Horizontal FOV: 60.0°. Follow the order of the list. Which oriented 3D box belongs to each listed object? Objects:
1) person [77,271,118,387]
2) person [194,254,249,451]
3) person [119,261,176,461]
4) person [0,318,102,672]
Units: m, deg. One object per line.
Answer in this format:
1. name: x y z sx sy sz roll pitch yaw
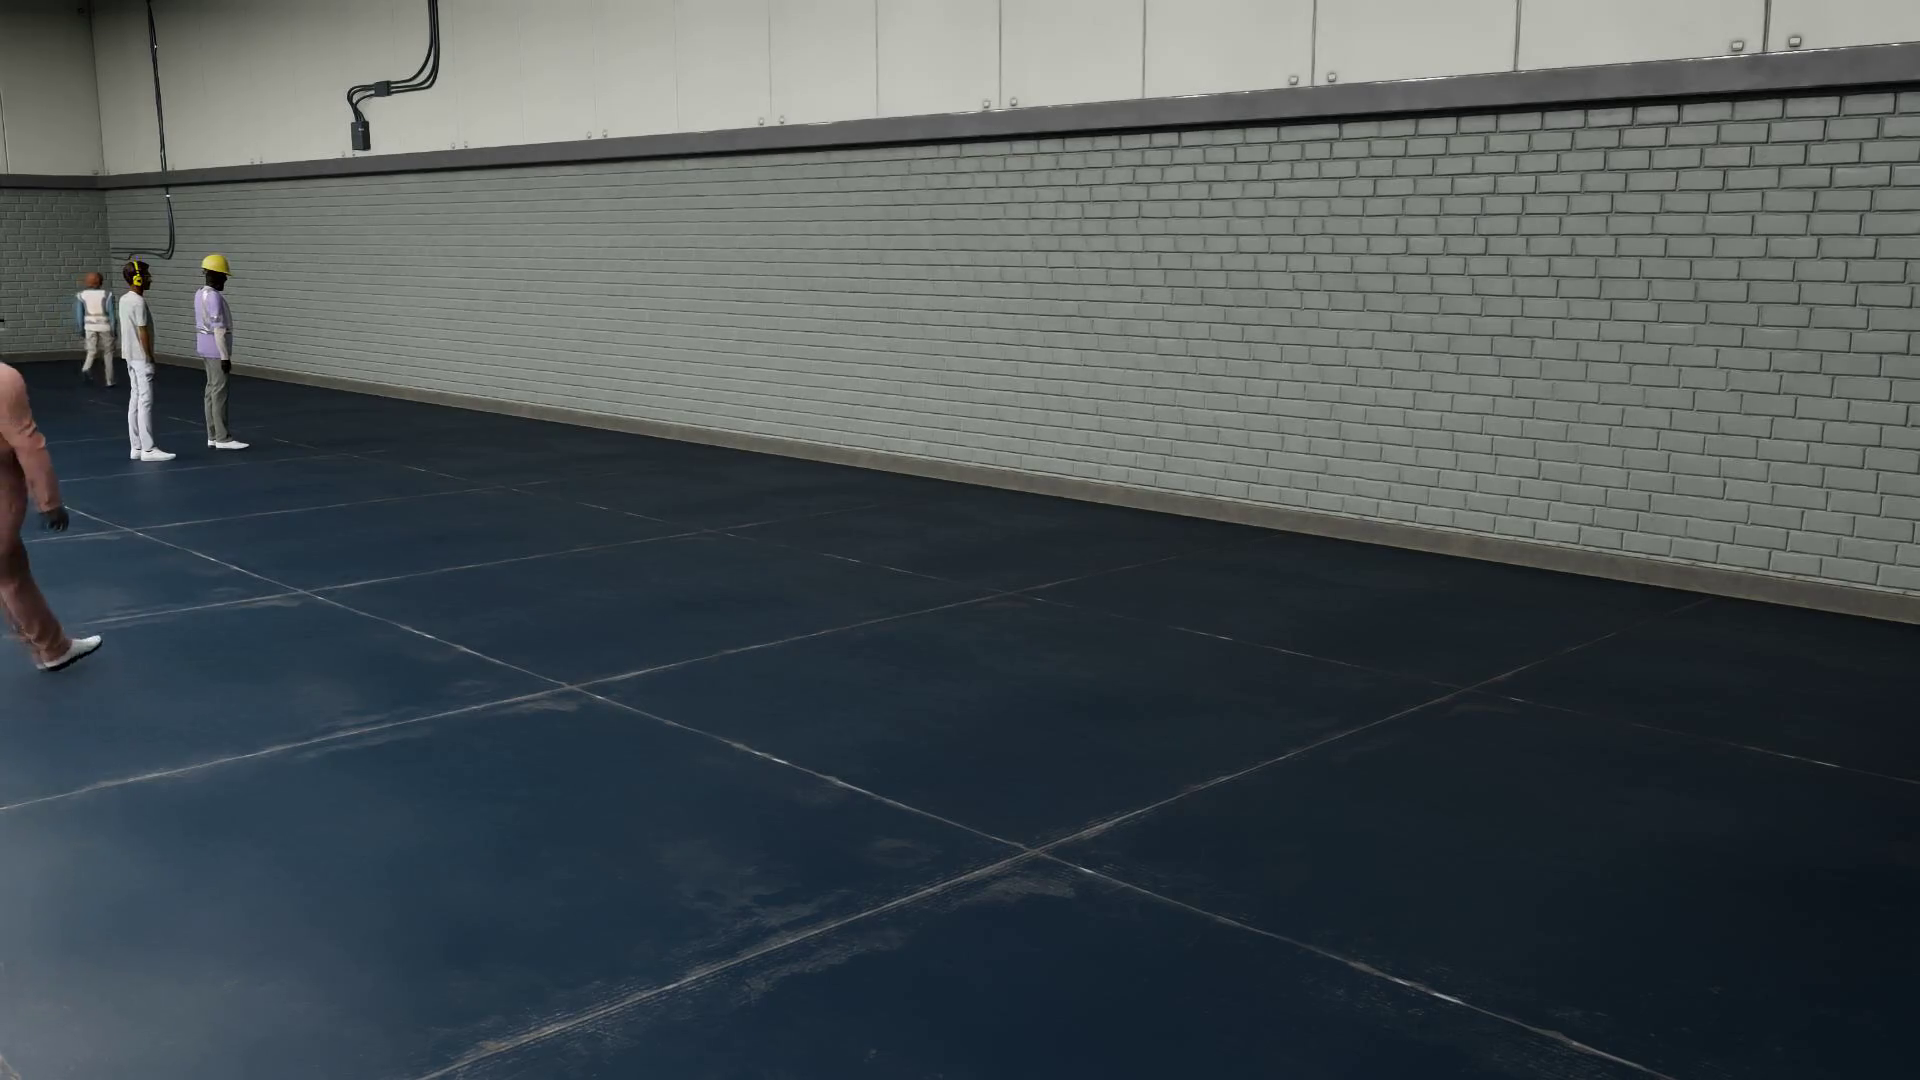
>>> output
1. person: -11.971 -2.913 23.066 0.520 1.622 0.644 -1 10 -7
2. person: -7.353 -1.859 16.495 0.374 1.920 0.585 -8 13 -37
3. person: -7.733 -1.693 15.723 0.335 1.873 0.520 -10 14 -43
4. person: -4.462 -0.214 7.700 0.668 1.851 0.989 5 11 24
